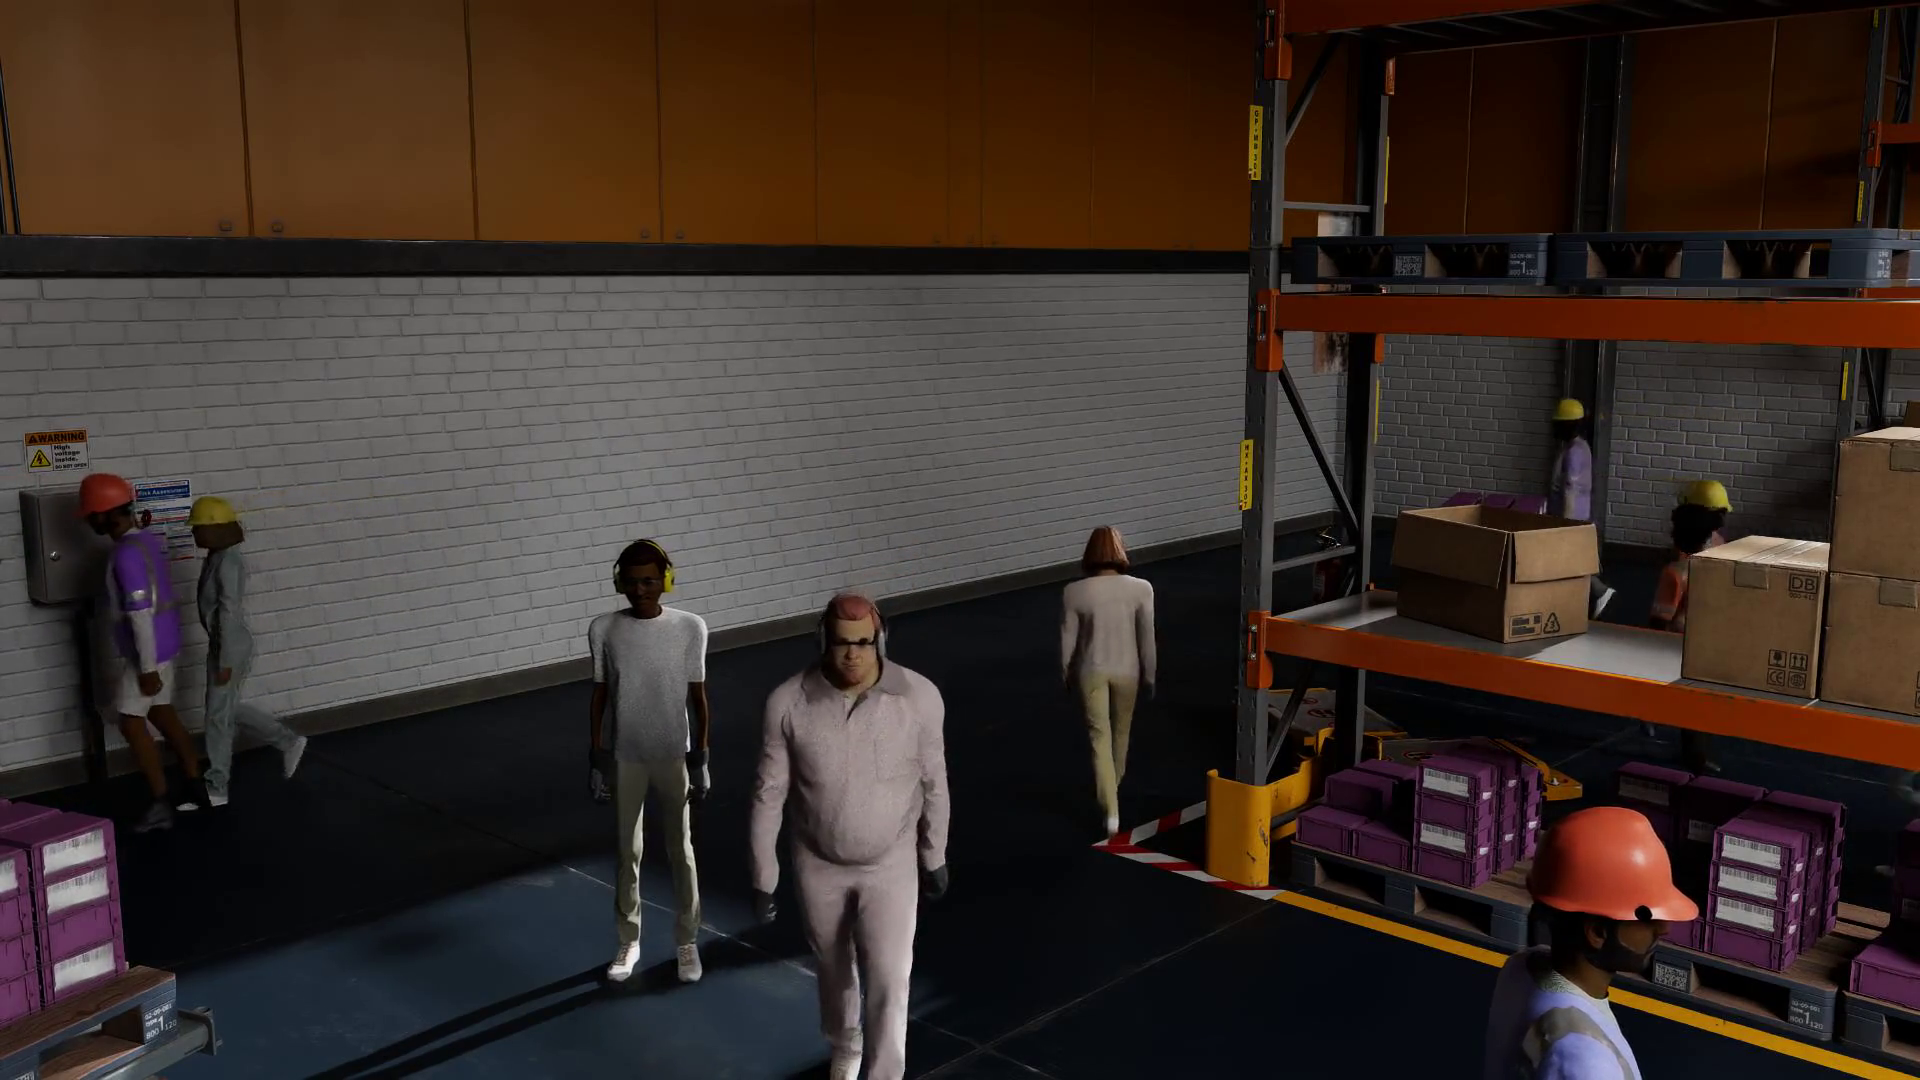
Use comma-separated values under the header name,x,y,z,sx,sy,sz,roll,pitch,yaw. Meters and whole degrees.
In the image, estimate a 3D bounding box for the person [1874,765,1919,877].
name,x,y,z,sx,sy,sz,roll,pitch,yaw
person,4.607,0.870,7.875,0.505,1.618,0.394,-9,13,-42

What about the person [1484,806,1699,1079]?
name,x,y,z,sx,sy,sz,roll,pitch,yaw
person,1.208,1.458,3.285,0.357,1.936,0.551,1,9,6

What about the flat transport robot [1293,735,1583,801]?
name,x,y,z,sx,sy,sz,roll,pitch,yaw
flat transport robot,2.674,1.300,9.351,1.431,0.197,0.652,-2,9,-10

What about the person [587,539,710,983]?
name,x,y,z,sx,sy,sz,roll,pitch,yaw
person,-1.290,0.912,6.880,0.509,1.861,0.316,0,9,-1

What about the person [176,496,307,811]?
name,x,y,z,sx,sy,sz,roll,pitch,yaw
person,-4.009,0.604,9.173,0.665,1.726,0.501,-5,11,-30

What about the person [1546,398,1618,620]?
name,x,y,z,sx,sy,sz,roll,pitch,yaw
person,5.031,-0.214,13.628,0.647,1.908,0.591,4,10,21

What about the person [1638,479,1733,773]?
name,x,y,z,sx,sy,sz,roll,pitch,yaw
person,4.283,0.486,9.867,0.526,1.743,0.548,-8,12,-40

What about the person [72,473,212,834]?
name,x,y,z,sx,sy,sz,roll,pitch,yaw
person,-4.339,0.580,8.806,0.513,1.901,0.572,-3,10,-17

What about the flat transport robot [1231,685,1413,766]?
name,x,y,z,sx,sy,sz,roll,pitch,yaw
flat transport robot,2.224,1.144,10.309,0.652,0.197,1.431,-2,9,-10

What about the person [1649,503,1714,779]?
name,x,y,z,sx,sy,sz,roll,pitch,yaw
person,3.980,0.639,9.081,0.562,1.663,0.470,-6,11,-32

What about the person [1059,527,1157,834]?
name,x,y,z,sx,sy,sz,roll,pitch,yaw
person,0.787,0.715,8.913,0.512,1.574,0.890,0,9,-2

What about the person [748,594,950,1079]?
name,x,y,z,sx,sy,sz,roll,pitch,yaw
person,-0.375,1.116,5.588,0.680,1.859,0.948,0,9,0
